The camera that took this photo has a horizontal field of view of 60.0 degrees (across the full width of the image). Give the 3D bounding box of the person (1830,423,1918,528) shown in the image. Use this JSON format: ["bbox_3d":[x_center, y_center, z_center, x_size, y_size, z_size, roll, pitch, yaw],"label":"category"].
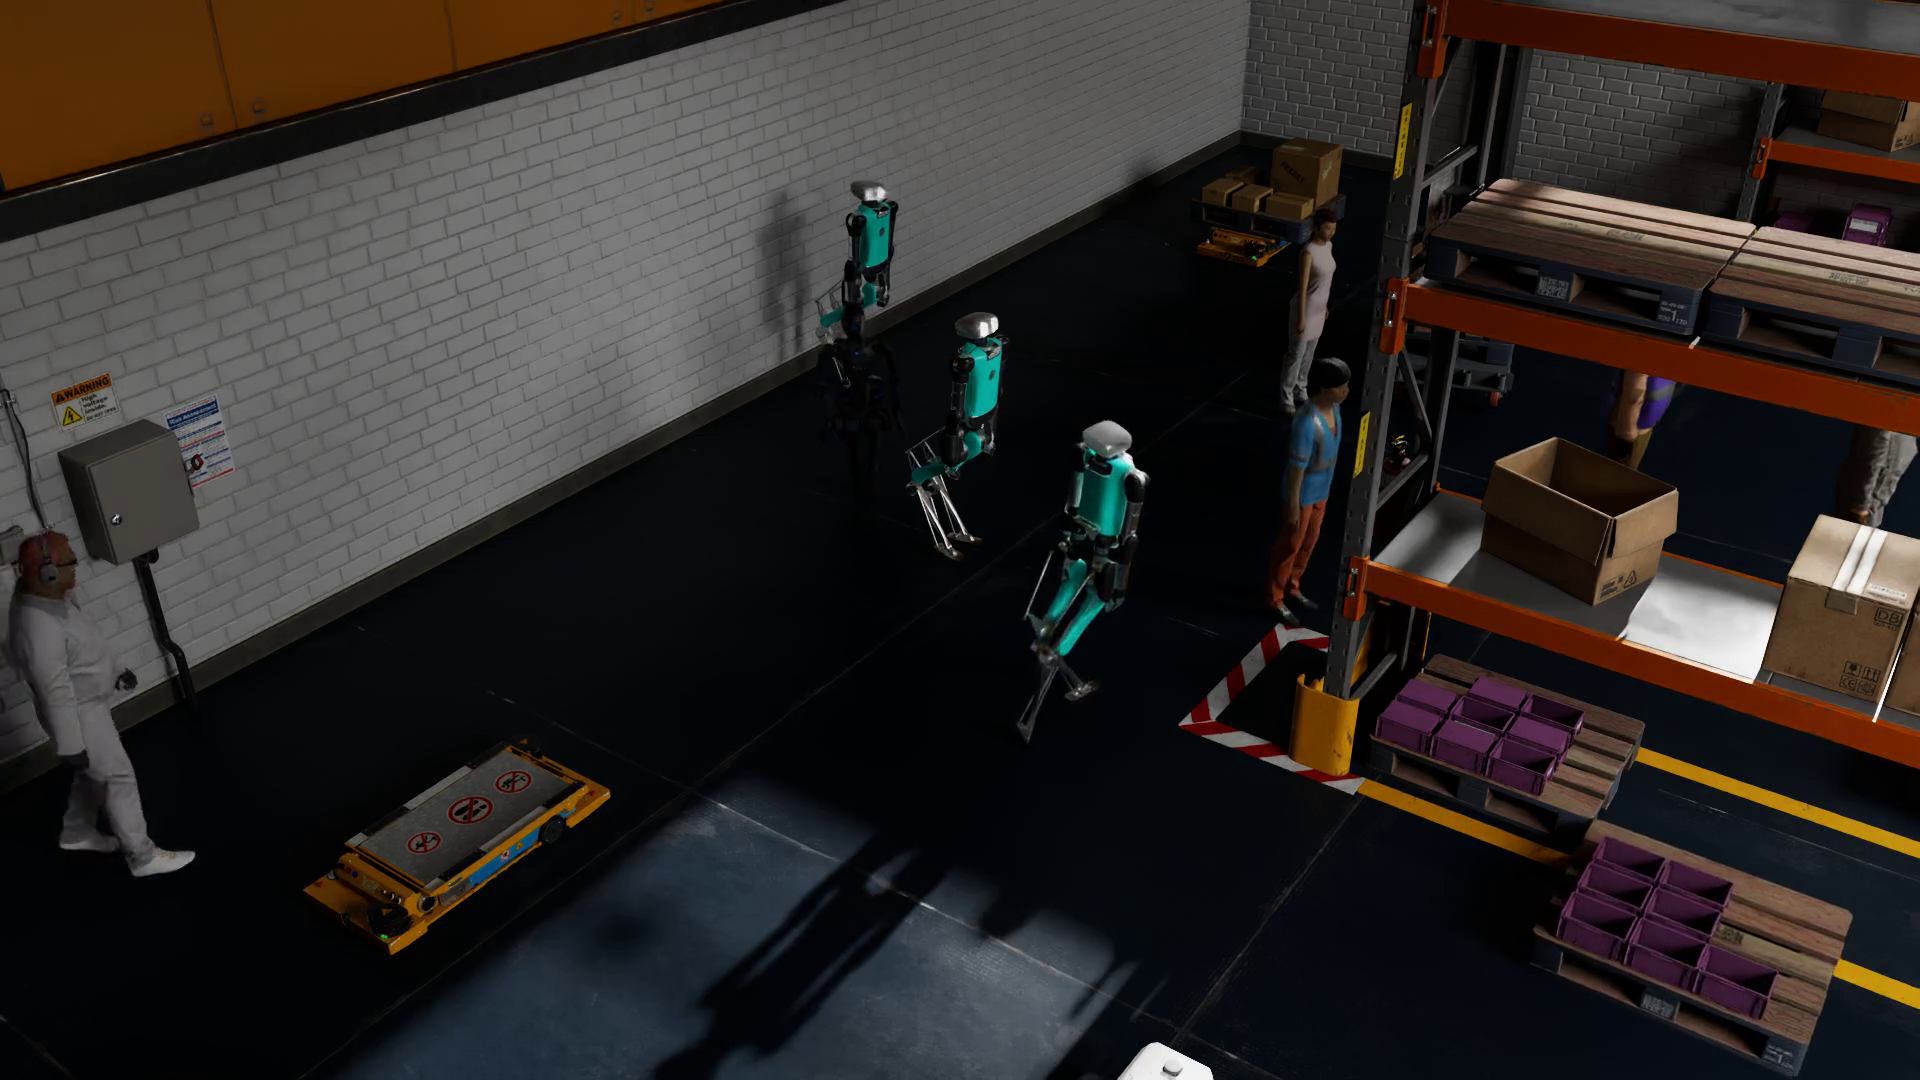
[{"bbox_3d":[5.454,-0.293,9.990,0.369,1.828,0.504,21,36,32],"label":"person"}]

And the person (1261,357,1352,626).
[{"bbox_3d":[2.107,-0.294,10.076,0.376,1.756,0.514,18,35,29],"label":"person"}]

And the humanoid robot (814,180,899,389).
[{"bbox_3d":[-0.863,-1.999,12.910,0.735,1.672,0.533,19,35,30],"label":"humanoid robot"}]

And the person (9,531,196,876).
[{"bbox_3d":[-4.260,0.816,8.028,0.509,1.887,0.666,-15,33,-24],"label":"person"}]

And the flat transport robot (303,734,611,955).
[{"bbox_3d":[-2.526,1.502,8.434,0.659,0.231,1.431,19,35,30],"label":"flat transport robot"}]

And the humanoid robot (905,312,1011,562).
[{"bbox_3d":[-0.079,-0.700,10.651,0.735,1.677,0.533,19,35,30],"label":"humanoid robot"}]

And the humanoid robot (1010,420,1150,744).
[{"bbox_3d":[0.544,0.285,9.118,0.904,1.830,0.554,-23,37,-35],"label":"humanoid robot"}]

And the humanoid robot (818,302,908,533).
[{"bbox_3d":[-0.649,-0.868,11.180,0.595,1.612,0.754,-3,30,-5],"label":"humanoid robot"}]

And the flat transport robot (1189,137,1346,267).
[{"bbox_3d":[2.944,-3.013,16.266,0.659,0.231,1.431,19,35,30],"label":"flat transport robot"}]

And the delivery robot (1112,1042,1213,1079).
[{"bbox_3d":[0.714,2.367,6.619,0.499,0.566,0.739,19,35,30],"label":"delivery robot"}]

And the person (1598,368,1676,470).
[{"bbox_3d":[4.346,-0.777,10.724,0.420,1.931,0.534,21,36,32],"label":"person"}]

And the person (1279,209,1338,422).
[{"bbox_3d":[2.666,-1.715,12.621,0.290,1.657,0.448,21,36,32],"label":"person"}]
